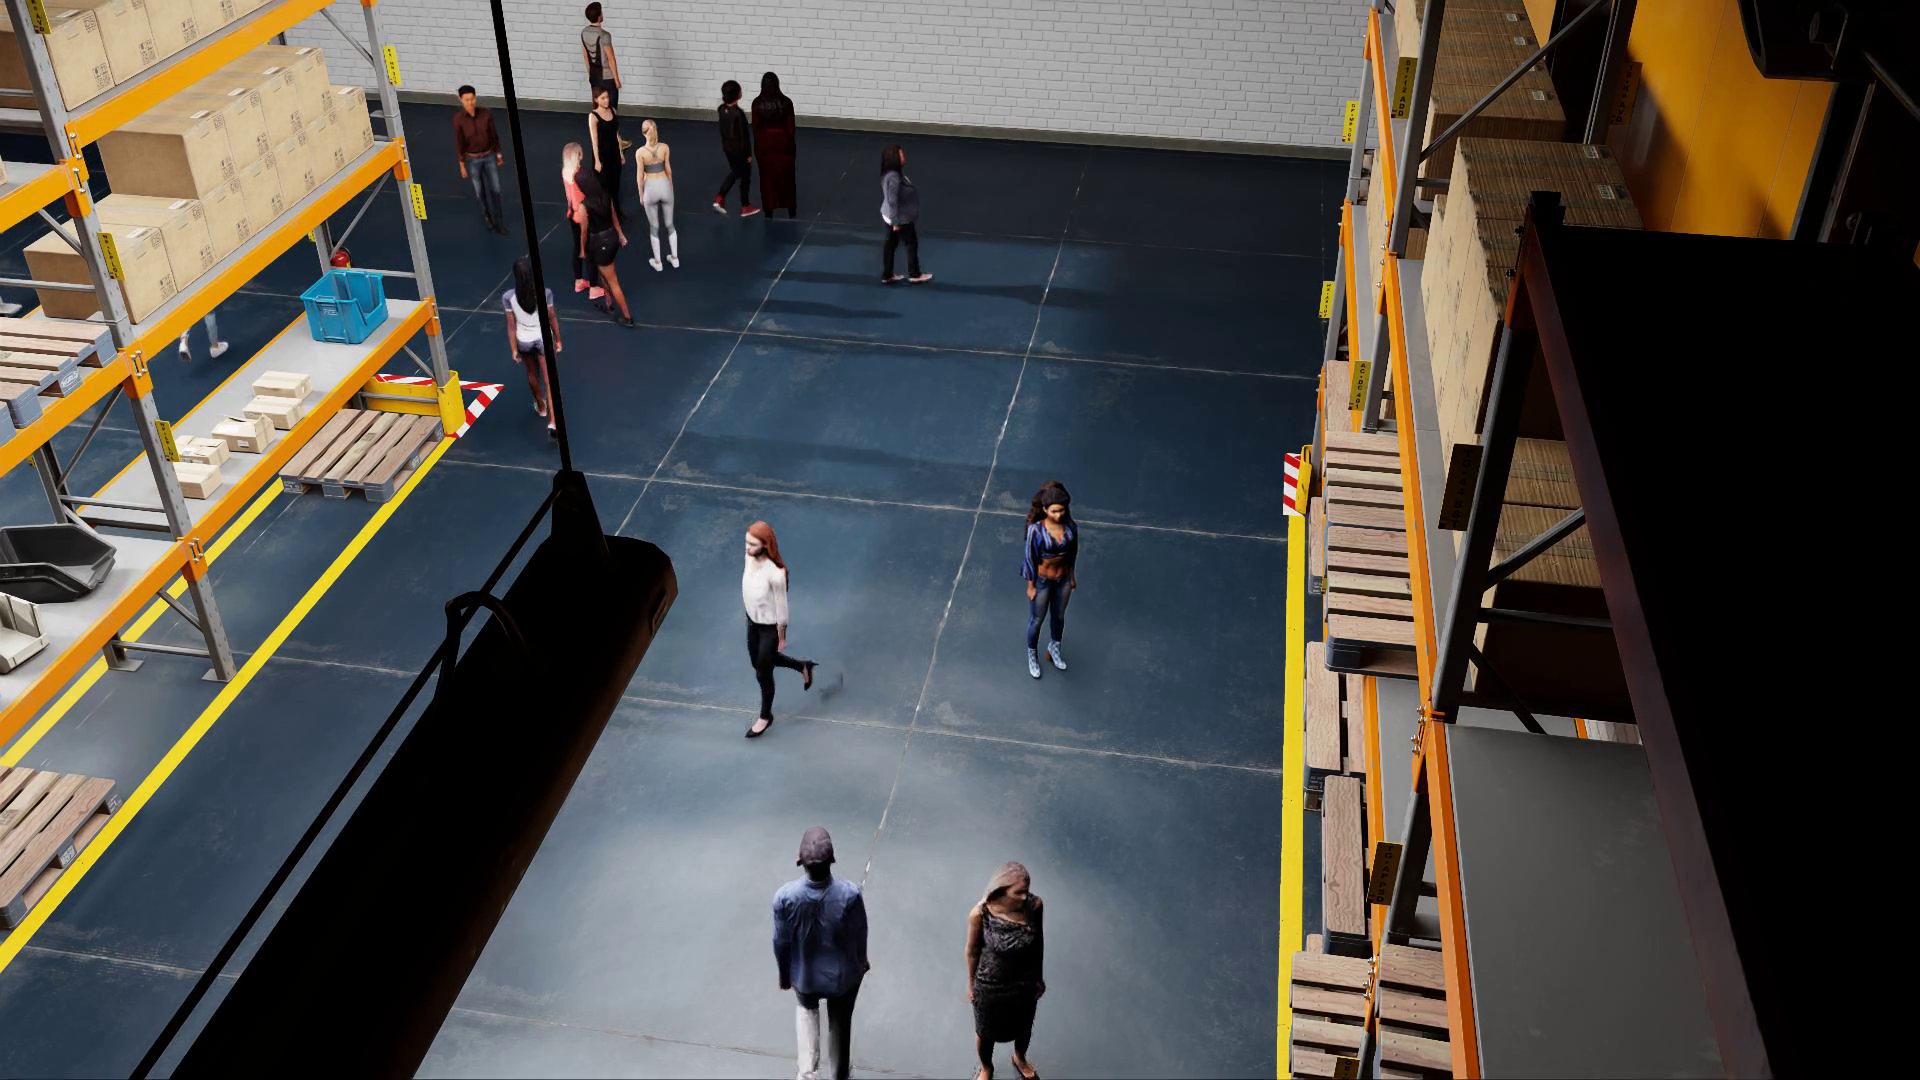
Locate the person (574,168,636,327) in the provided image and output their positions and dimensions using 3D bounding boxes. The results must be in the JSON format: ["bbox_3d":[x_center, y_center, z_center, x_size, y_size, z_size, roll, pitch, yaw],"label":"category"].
[{"bbox_3d":[-3.590,-2.966,17.100,0.886,1.706,0.893,19,38,26],"label":"person"}]

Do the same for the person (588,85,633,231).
[{"bbox_3d":[-4.113,-4.470,19.379,0.727,1.688,0.613,18,38,25],"label":"person"}]

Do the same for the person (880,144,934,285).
[{"bbox_3d":[-0.749,-3.500,18.014,0.931,1.583,0.882,-11,35,-17],"label":"person"}]

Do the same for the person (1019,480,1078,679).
[{"bbox_3d":[0.664,0.295,12.276,0.695,1.615,0.723,-14,36,-20],"label":"person"}]

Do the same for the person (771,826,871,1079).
[{"bbox_3d":[-0.728,2.356,8.936,0.694,1.880,0.679,1,34,1],"label":"person"}]

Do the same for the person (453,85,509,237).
[{"bbox_3d":[-5.578,-4.427,19.250,0.921,1.758,0.994,-15,36,-21],"label":"person"}]

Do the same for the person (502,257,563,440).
[{"bbox_3d":[-3.893,-1.741,15.271,0.953,1.692,1.238,-8,34,-12],"label":"person"}]

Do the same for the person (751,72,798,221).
[{"bbox_3d":[-2.174,-4.629,19.556,0.736,1.756,0.720,-5,34,-7],"label":"person"}]

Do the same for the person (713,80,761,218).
[{"bbox_3d":[-2.676,-4.558,19.532,0.962,1.665,0.858,-29,43,-36],"label":"person"}]

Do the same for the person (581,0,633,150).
[{"bbox_3d":[-4.615,-5.987,21.473,0.719,1.896,0.675,17,37,23],"label":"person"}]

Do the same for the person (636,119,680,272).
[{"bbox_3d":[-3.335,-3.819,18.386,0.639,1.702,0.672,-13,36,-19],"label":"person"}]

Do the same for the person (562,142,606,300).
[{"bbox_3d":[-4.051,-3.426,17.806,0.705,1.691,0.671,-28,43,-35],"label":"person"}]

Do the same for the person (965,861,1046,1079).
[{"bbox_3d":[0.244,2.386,9.060,0.645,1.694,0.609,-1,34,-2],"label":"person"}]

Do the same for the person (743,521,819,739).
[{"bbox_3d":[-1.296,0.602,11.698,1.027,1.744,0.930,-26,42,-33],"label":"person"}]
